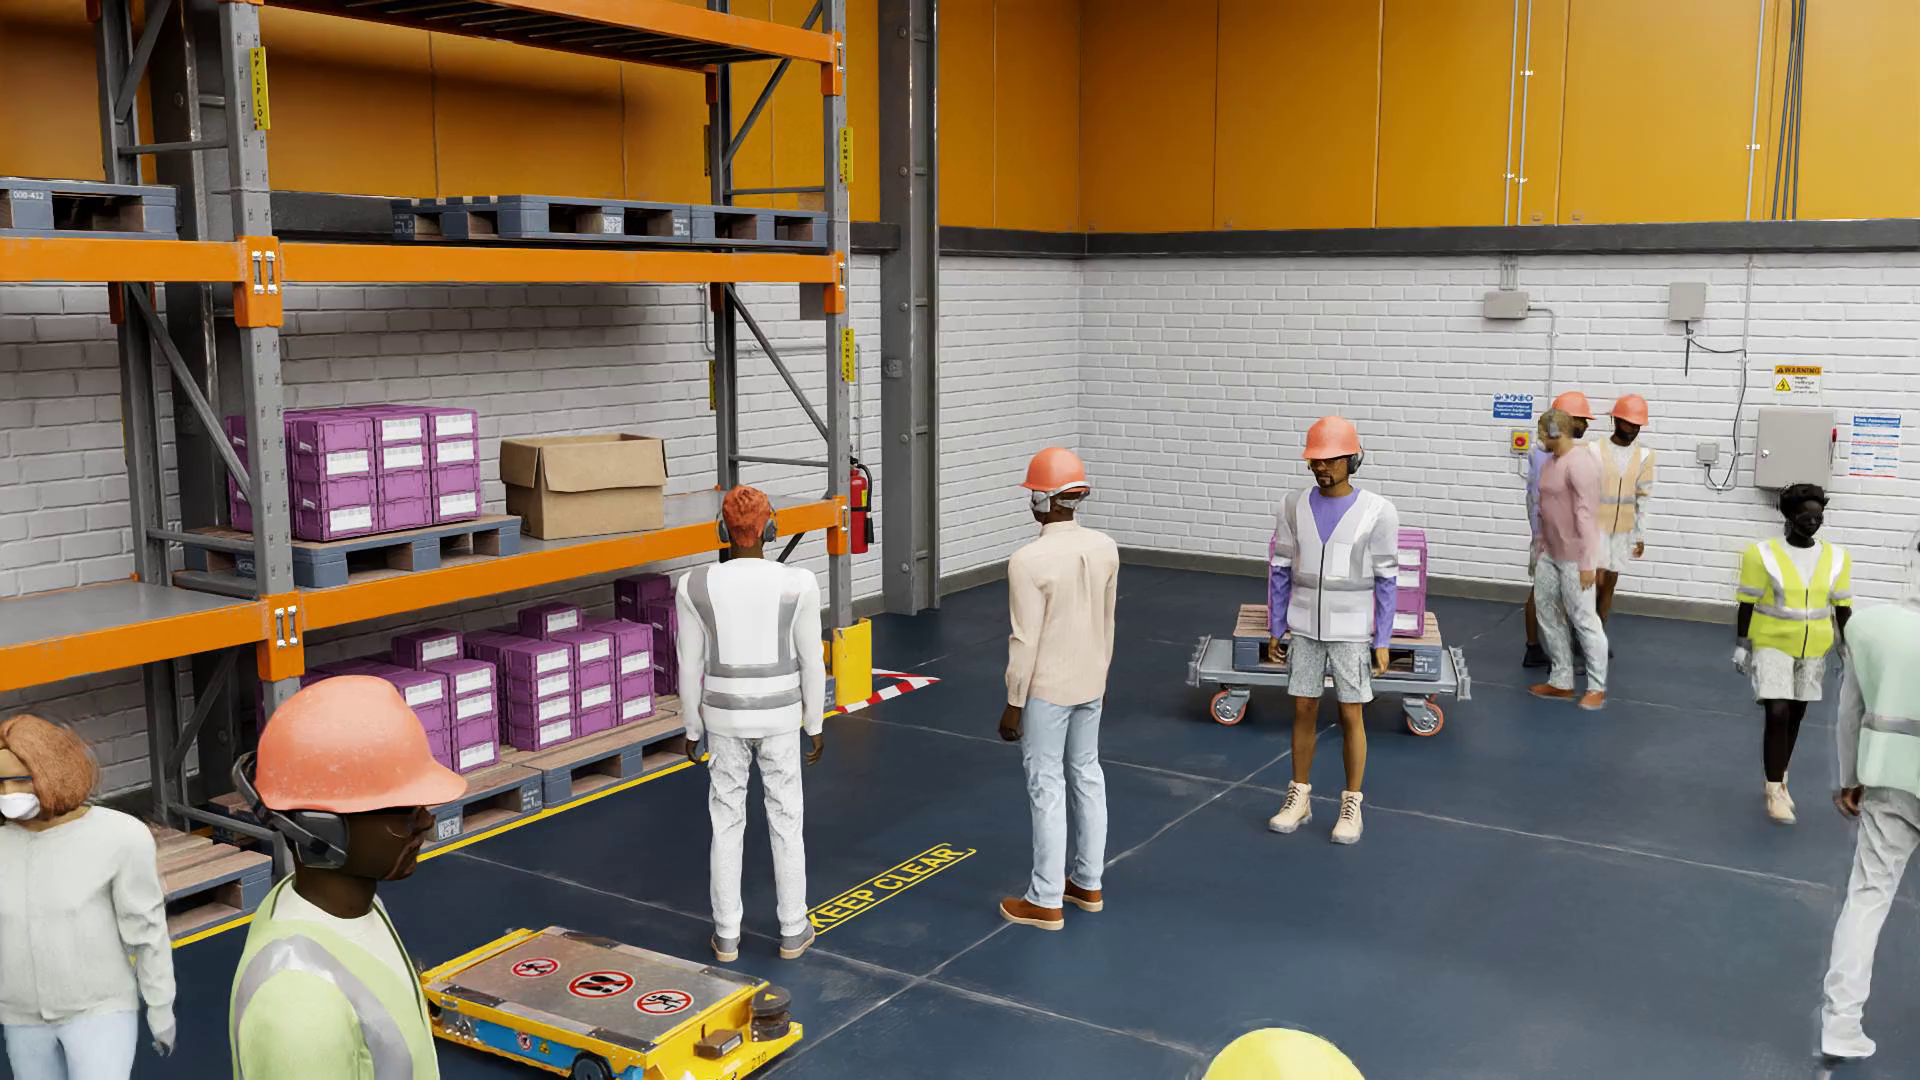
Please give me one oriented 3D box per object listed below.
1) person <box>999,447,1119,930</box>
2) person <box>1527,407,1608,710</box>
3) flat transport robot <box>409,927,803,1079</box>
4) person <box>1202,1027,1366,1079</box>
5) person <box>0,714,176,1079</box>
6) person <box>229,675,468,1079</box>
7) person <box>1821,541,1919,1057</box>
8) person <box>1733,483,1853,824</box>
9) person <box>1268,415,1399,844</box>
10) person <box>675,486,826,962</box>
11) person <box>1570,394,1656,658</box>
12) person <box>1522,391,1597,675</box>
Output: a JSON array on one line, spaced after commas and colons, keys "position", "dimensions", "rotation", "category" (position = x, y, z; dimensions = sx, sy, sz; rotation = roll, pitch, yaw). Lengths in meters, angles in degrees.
[{"position": [0.402, 0.610, 6.900], "dimensions": [0.377, 1.995, 0.608], "rotation": [9, 12, 44], "category": "person"}, {"position": [3.871, 0.119, 10.442], "dimensions": [0.523, 1.896, 0.666], "rotation": [-1, 9, -5], "category": "person"}, {"position": [-1.325, 1.633, 5.831], "dimensions": [1.431, 0.197, 0.652], "rotation": [5, 10, 30], "category": "flat transport robot"}, {"position": [0.354, 1.439, 2.180], "dimensions": [0.594, 1.793, 0.530], "rotation": [-9, 12, -44], "category": "person"}, {"position": [-2.245, 1.219, 4.172], "dimensions": [0.497, 1.615, 0.390], "rotation": [0, 9, -2], "category": "person"}, {"position": [-0.975, 1.223, 2.760], "dimensions": [0.376, 2.042, 0.615], "rotation": [-3, 9, -18], "category": "person"}, {"position": [3.316, 0.851, 5.757], "dimensions": [0.995, 1.873, 0.608], "rotation": [-7, 11, -38], "category": "person"}, {"position": [4.153, 0.565, 8.197], "dimensions": [0.552, 1.671, 0.683], "rotation": [0, 9, 0], "category": "person"}, {"position": [1.758, 0.426, 7.939], "dimensions": [0.615, 2.042, 0.375], "rotation": [6, 10, 32], "category": "person"}, {"position": [-0.812, 0.721, 6.531], "dimensions": [0.574, 1.886, 0.356], "rotation": [0, 9, -3], "category": "person"}, {"position": [4.587, -0.083, 11.717], "dimensions": [0.553, 1.902, 0.535], "rotation": [-1, 9, -6], "category": "person"}, {"position": [4.102, -0.048, 11.374], "dimensions": [0.376, 1.934, 0.547], "rotation": [-3, 9, -18], "category": "person"}]
